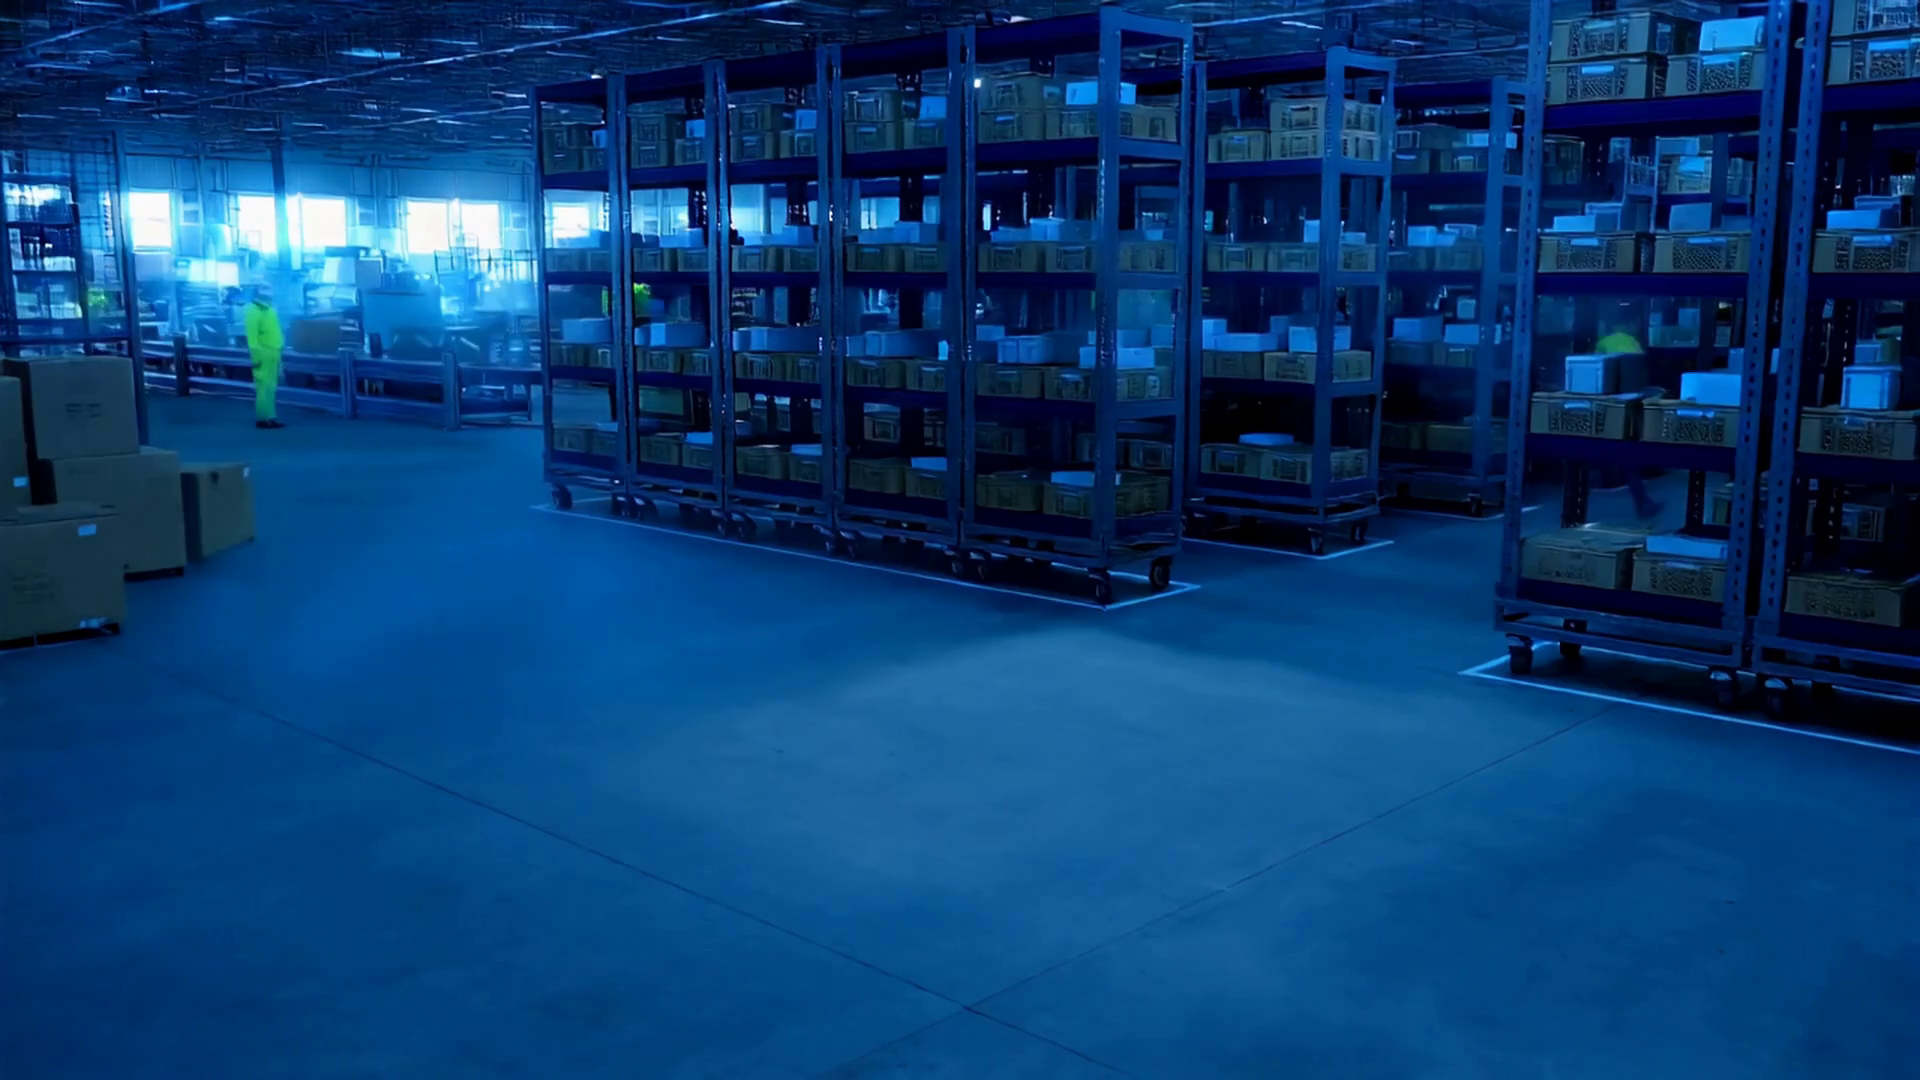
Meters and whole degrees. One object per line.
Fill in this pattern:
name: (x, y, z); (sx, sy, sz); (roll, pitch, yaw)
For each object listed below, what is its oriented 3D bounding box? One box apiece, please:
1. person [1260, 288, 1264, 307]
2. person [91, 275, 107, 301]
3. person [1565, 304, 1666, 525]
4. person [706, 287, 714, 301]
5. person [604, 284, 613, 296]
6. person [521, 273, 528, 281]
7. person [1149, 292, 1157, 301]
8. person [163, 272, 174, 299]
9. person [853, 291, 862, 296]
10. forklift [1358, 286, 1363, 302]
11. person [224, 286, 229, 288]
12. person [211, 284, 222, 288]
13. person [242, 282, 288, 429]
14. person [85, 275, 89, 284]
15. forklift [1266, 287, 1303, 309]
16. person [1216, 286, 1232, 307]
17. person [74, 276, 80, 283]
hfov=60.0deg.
person: (8.290, -6.505, 46.820); (0.552, 1.906, 0.905); (1, 9, 7)
person: (-28.249, -7.782, 54.709); (0.605, 1.892, 0.883); (5, 10, 27)
person: (5.338, -1.010, 13.473); (1.013, 1.780, 0.578); (-4, 10, -22)
person: (-7.829, -7.071, 51.263); (0.880, 1.577, 0.505); (7, 12, 36)
person: (-13.310, -9.262, 63.651); (0.555, 1.918, 0.407); (7, 11, 36)
person: (-21.020, -11.932, 80.195); (0.423, 1.864, 0.604); (3, 10, 19)
person: (5.714, -6.858, 49.613); (0.316, 1.695, 0.542); (-1, 9, -8)
person: (-36.991, -11.570, 77.880); (0.549, 1.910, 0.915); (1, 9, 6)
person: (-4.138, -9.885, 68.169); (0.540, 1.695, 0.317); (-4, 10, -21)
forklift: (11.100, -7.017, 46.970); (1.873, 2.768, 1.129); (9, 13, 43)
person: (-26.512, -8.631, 59.755); (0.542, 1.936, 0.364); (-3, 10, -16)
person: (-24.374, -7.820, 54.770); (0.752, 1.943, 0.609); (0, 9, -2)
person: (-9.023, -2.401, 21.650); (0.403, 1.905, 0.651); (1, 9, 6)
person: (-42.760, -12.091, 81.159); (0.993, 1.875, 0.589); (-1, 9, -3)
forklift: (10.769, -8.203, 54.240); (1.129, 2.768, 1.873); (8, 12, 42)
person: (4.272, -3.228, 26.616); (0.602, 1.938, 0.400); (3, 10, 17)
person: (-45.096, -12.828, 85.305); (0.381, 1.991, 0.624); (4, 10, 24)
